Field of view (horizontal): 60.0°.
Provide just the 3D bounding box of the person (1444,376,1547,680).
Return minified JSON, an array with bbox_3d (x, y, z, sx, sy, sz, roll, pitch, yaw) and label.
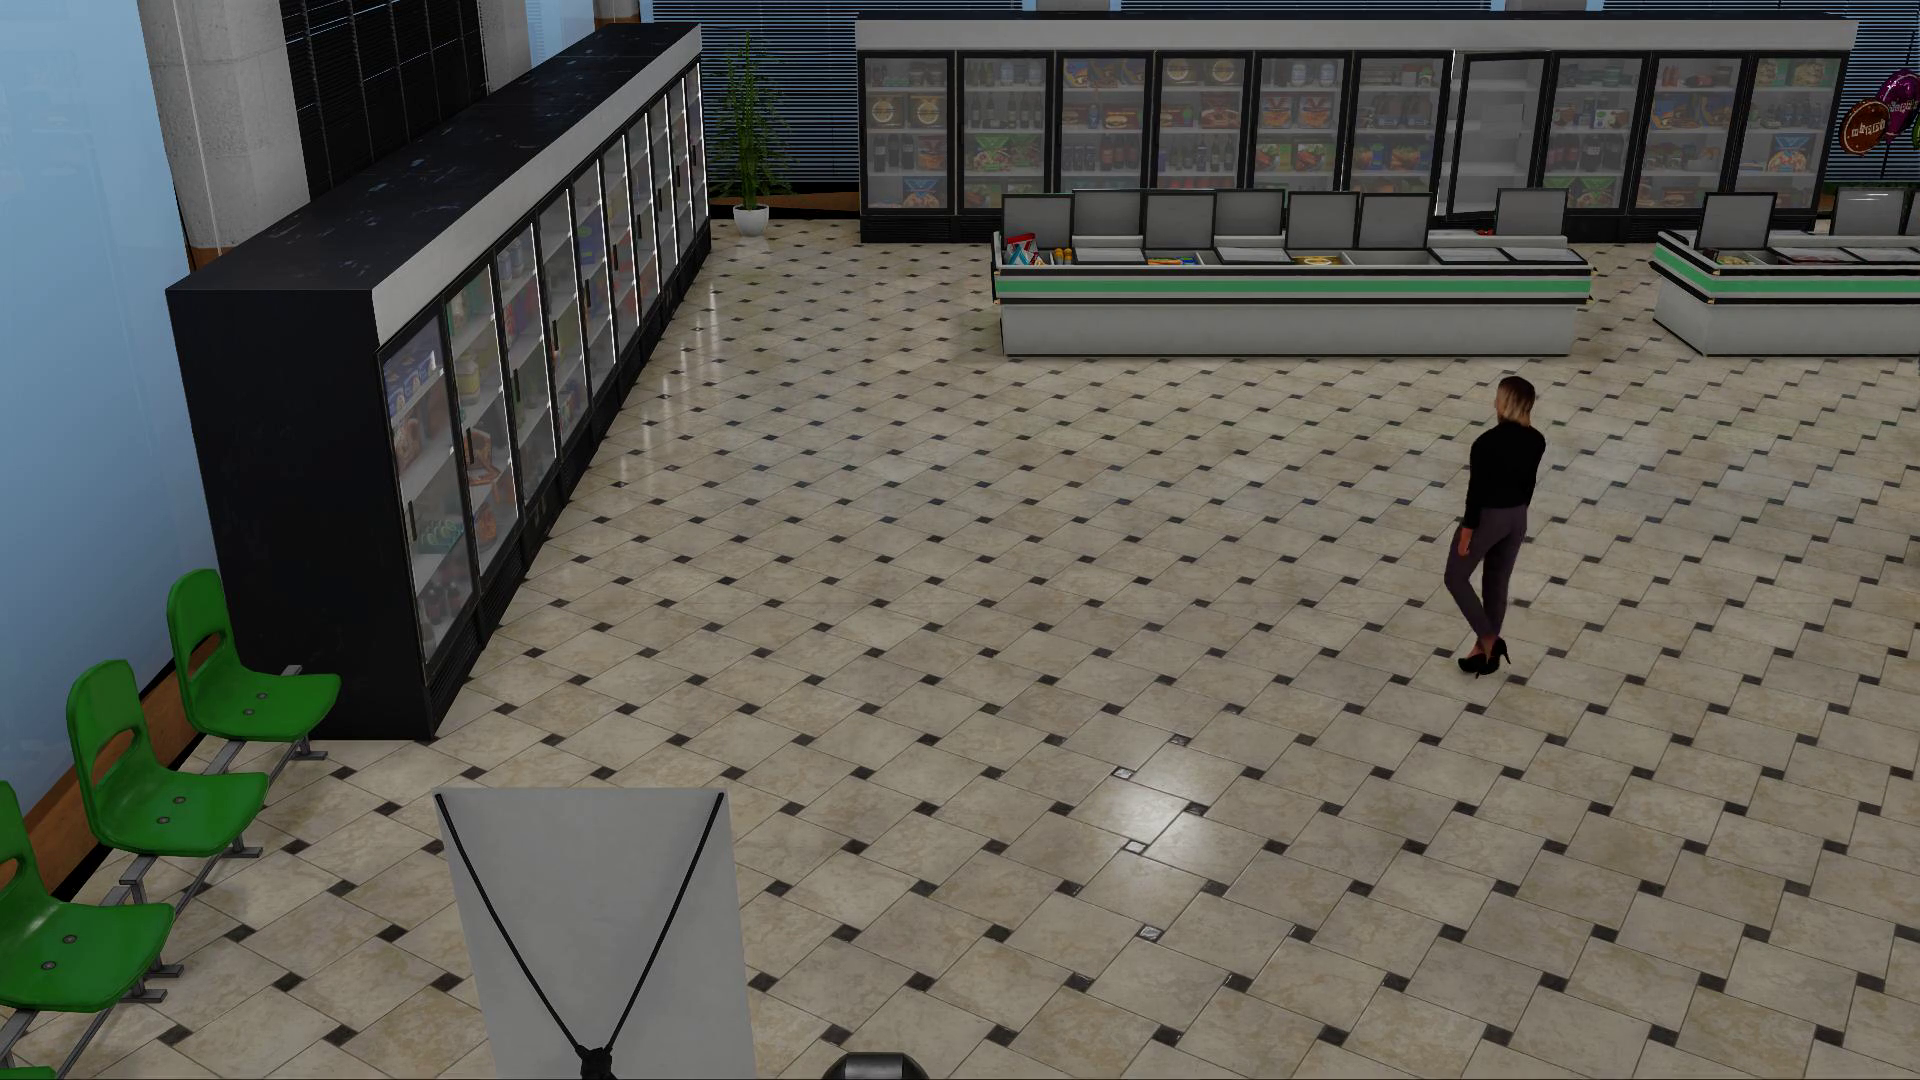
[{"bbox_3d":[2.781,-0.006,8.503,0.728,1.664,0.796,-10,26,-22],"label":"person"}]
